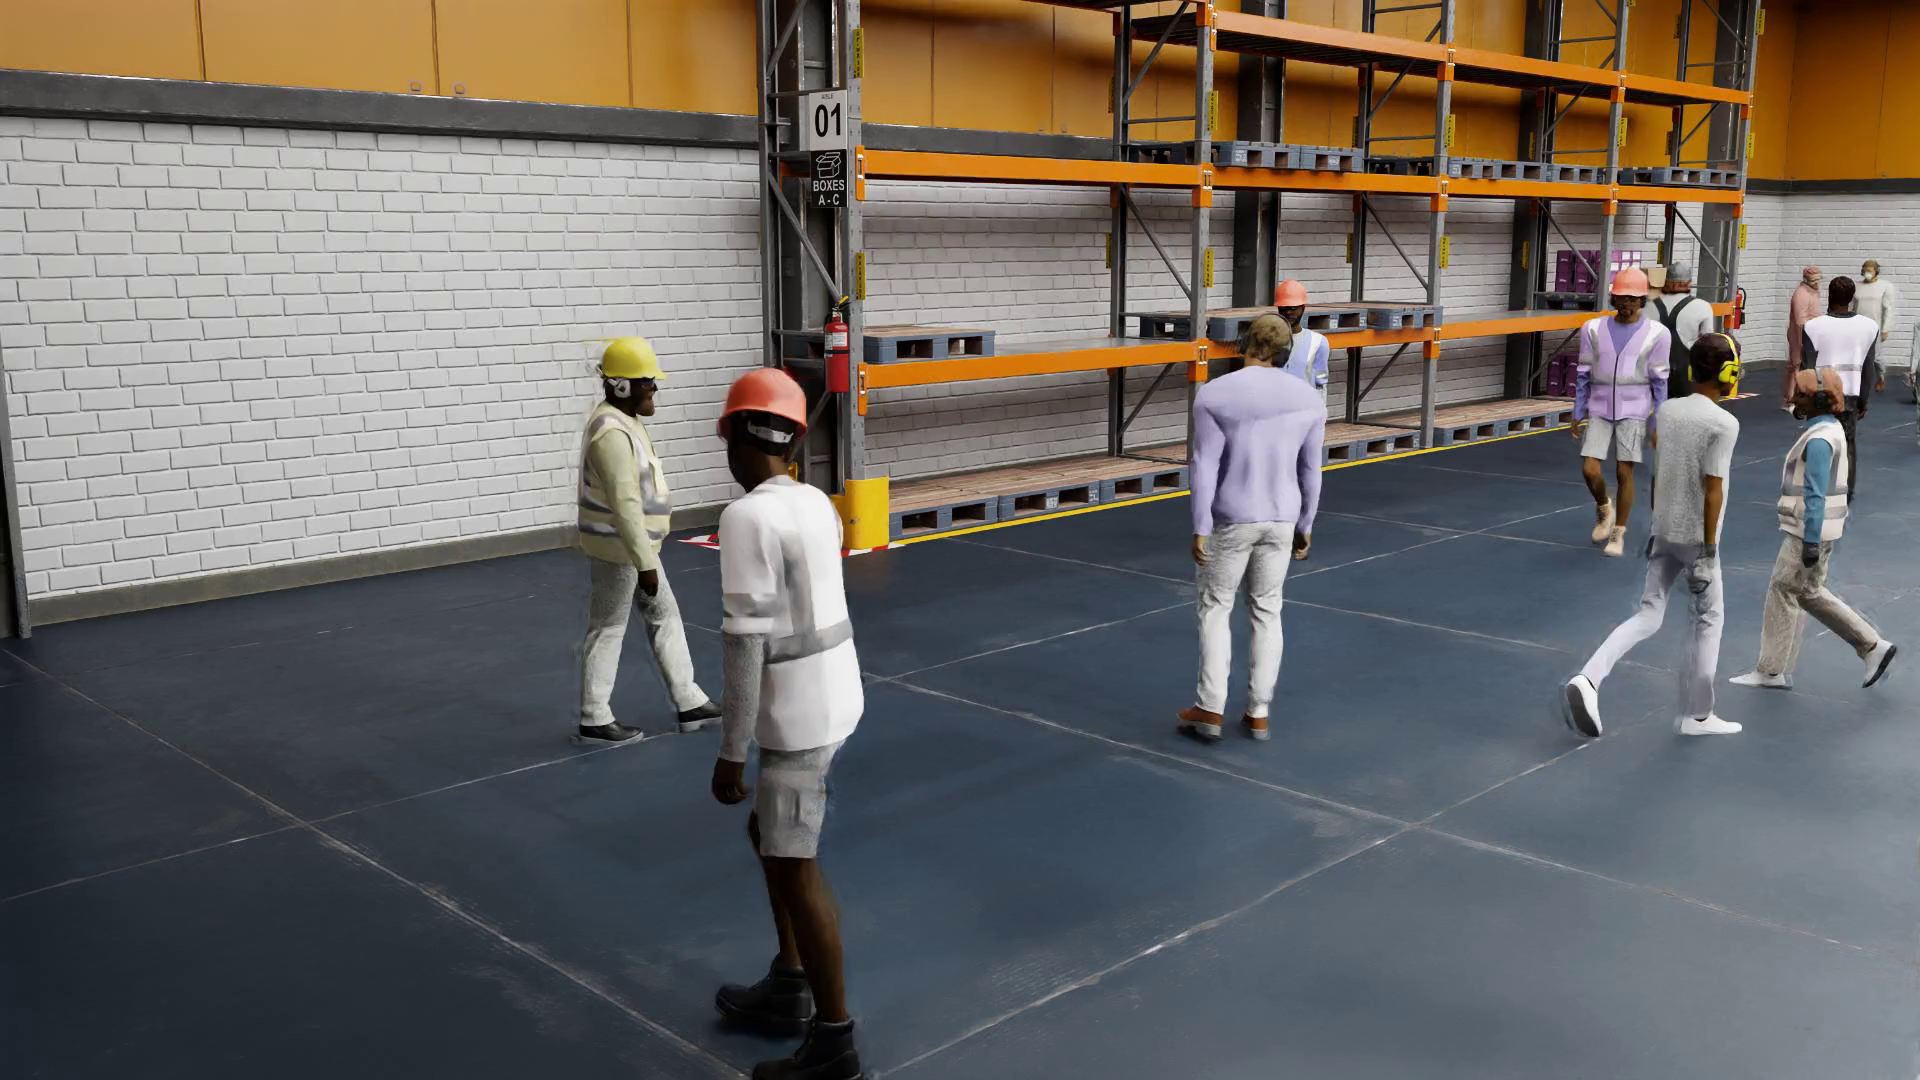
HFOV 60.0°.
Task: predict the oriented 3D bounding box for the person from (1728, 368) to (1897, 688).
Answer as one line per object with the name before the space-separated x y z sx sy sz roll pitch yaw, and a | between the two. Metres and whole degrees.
person | 4.200 -0.032 8.093 0.652 1.616 0.530 7 12 32

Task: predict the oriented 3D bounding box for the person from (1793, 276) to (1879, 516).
person | 6.962 -1.134 13.260 0.593 1.920 0.391 0 10 0

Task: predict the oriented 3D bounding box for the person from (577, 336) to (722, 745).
person | -1.333 0.022 7.270 0.817 1.799 0.629 -1 10 -5

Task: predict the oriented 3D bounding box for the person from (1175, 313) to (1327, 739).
person | 1.331 -0.064 7.486 0.656 1.896 0.478 -2 11 -10

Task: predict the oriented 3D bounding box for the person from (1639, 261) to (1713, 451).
person | 6.767 -1.661 15.802 0.851 2.000 0.685 -10 14 -44

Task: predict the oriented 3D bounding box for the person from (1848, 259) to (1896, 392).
person | 12.742 -2.969 23.293 0.829 1.917 0.628 -10 14 -43

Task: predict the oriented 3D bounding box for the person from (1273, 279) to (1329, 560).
person | 2.261 -0.823 11.513 0.543 1.939 0.360 2 11 13

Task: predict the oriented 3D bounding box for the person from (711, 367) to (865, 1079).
person | -0.466 0.491 4.473 0.604 1.883 0.585 3 11 15

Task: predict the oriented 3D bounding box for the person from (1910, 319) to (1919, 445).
person | 10.246 -1.794 17.454 0.493 1.709 0.860 7 12 33

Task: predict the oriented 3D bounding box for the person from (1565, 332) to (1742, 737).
person | 3.110 0.000 7.347 0.840 1.836 0.531 -3 11 -18

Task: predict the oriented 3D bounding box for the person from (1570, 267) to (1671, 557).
person | 4.607 -0.888 11.626 0.635 2.023 0.481 7 12 33

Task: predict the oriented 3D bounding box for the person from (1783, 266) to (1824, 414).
person | 10.643 -2.514 20.956 0.423 1.868 0.801 7 13 34
